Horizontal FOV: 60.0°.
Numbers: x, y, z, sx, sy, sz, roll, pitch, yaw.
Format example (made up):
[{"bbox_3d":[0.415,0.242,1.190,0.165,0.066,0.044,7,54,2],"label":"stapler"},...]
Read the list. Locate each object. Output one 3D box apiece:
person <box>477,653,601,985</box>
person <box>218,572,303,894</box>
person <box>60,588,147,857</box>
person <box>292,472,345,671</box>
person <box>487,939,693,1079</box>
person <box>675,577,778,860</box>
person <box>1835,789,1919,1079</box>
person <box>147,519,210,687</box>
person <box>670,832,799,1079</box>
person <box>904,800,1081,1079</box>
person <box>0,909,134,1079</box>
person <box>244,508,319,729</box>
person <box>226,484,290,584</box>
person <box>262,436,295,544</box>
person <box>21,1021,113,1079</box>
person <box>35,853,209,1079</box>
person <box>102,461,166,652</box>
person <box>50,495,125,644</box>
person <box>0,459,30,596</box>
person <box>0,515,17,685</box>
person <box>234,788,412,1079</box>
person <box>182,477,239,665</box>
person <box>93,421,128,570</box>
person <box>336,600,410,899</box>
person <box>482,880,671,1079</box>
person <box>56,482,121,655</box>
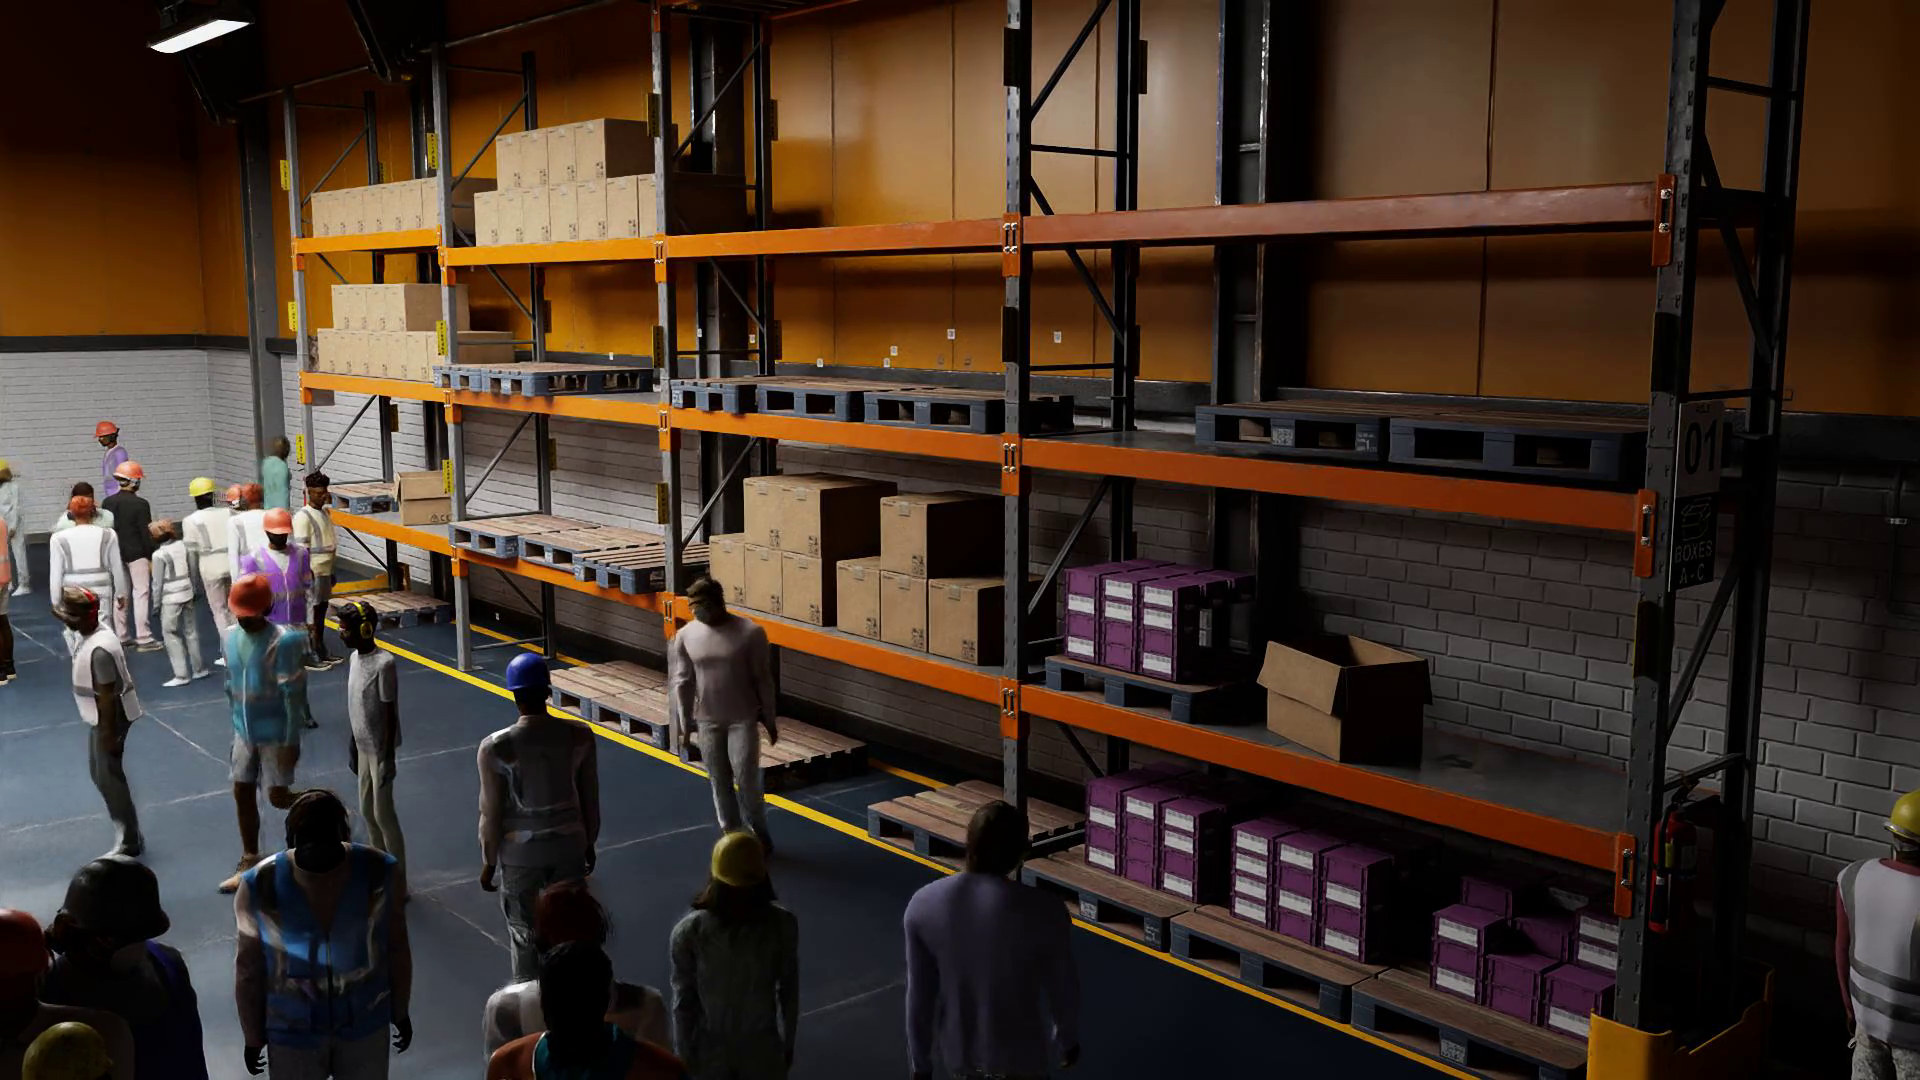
[{"bbox_3d":[-2.061,1.516,8.163,0.603,1.938,0.401,-5,10,-33],"label":"person"},{"bbox_3d":[-4.282,1.163,10.382,0.647,2.007,0.701,3,9,20],"label":"person"},{"bbox_3d":[-5.552,1.193,10.810,0.431,1.824,0.623,-5,10,-33],"label":"person"},{"bbox_3d":[-6.384,0.300,16.525,0.370,1.963,0.608,0,8,3],"label":"person"},{"bbox_3d":[-1.034,2.027,4.682,0.591,1.918,0.383,1,8,7],"label":"person"},{"bbox_3d":[-1.505,1.173,10.696,0.669,1.906,0.433,1,8,9],"label":"person"},{"bbox_3d":[3.617,1.833,6.324,0.404,1.833,0.590,-3,9,-20],"label":"person"},{"bbox_3d":[-7.446,0.578,15.841,0.319,1.609,0.660,1,8,7],"label":"person"},{"bbox_3d":[-0.832,1.905,6.196,0.481,1.731,0.427,-2,8,-11],"label":"person"},{"bbox_3d":[0.106,1.853,6.068,0.619,1.868,1.010,4,9,26],"label":"person"},{"bbox_3d":[-2.635,1.990,4.715,0.617,1.986,0.408,-4,9,-24],"label":"person"},{"bbox_3d":[-5.728,0.677,14.066,0.550,1.923,0.391,-7,11,-42],"label":"person"},{"bbox_3d":[-6.932,0.365,16.572,0.638,1.844,0.723,-5,9,-30],"label":"person"},{"bbox_3d":[-8.728,-0.386,21.429,0.439,1.919,0.649,-6,10,-38],"label":"person"},{"bbox_3d":[-2.367,2.147,4.495,0.487,1.737,0.322,2,8,13],"label":"person"},{"bbox_3d":[-2.495,1.918,5.011,0.535,2.000,0.674,3,9,20],"label":"person"},{"bbox_3d":[-8.616,0.170,17.329,0.622,1.990,0.402,3,9,19],"label":"person"},{"bbox_3d":[-8.092,0.515,15.439,0.623,1.860,0.789,-5,9,-29],"label":"person"},{"bbox_3d":[-11.771,-0.154,20.504,0.499,1.722,0.527,2,8,13],"label":"person"},{"bbox_3d":[-9.239,0.401,15.813,0.361,1.964,0.615,-2,8,-11],"label":"person"},{"bbox_3d":[-2.393,1.832,6.301,0.632,1.842,0.429,-4,9,-25],"label":"person"},{"bbox_3d":[-7.441,0.322,16.624,0.554,1.891,0.592,5,9,30],"label":"person"},{"bbox_3d":[-11.489,-0.600,22.587,0.407,2.029,0.608,-8,11,-43],"label":"person"},{"bbox_3d":[-3.562,1.284,10.079,0.335,1.855,0.533,-8,11,-44],"label":"person"},{"bbox_3d":[-1.174,1.982,5.176,0.614,1.873,0.362,0,8,3],"label":"person"},{"bbox_3d":[-8.726,0.338,16.582,0.758,1.883,0.605,3,9,21],"label":"person"}]
